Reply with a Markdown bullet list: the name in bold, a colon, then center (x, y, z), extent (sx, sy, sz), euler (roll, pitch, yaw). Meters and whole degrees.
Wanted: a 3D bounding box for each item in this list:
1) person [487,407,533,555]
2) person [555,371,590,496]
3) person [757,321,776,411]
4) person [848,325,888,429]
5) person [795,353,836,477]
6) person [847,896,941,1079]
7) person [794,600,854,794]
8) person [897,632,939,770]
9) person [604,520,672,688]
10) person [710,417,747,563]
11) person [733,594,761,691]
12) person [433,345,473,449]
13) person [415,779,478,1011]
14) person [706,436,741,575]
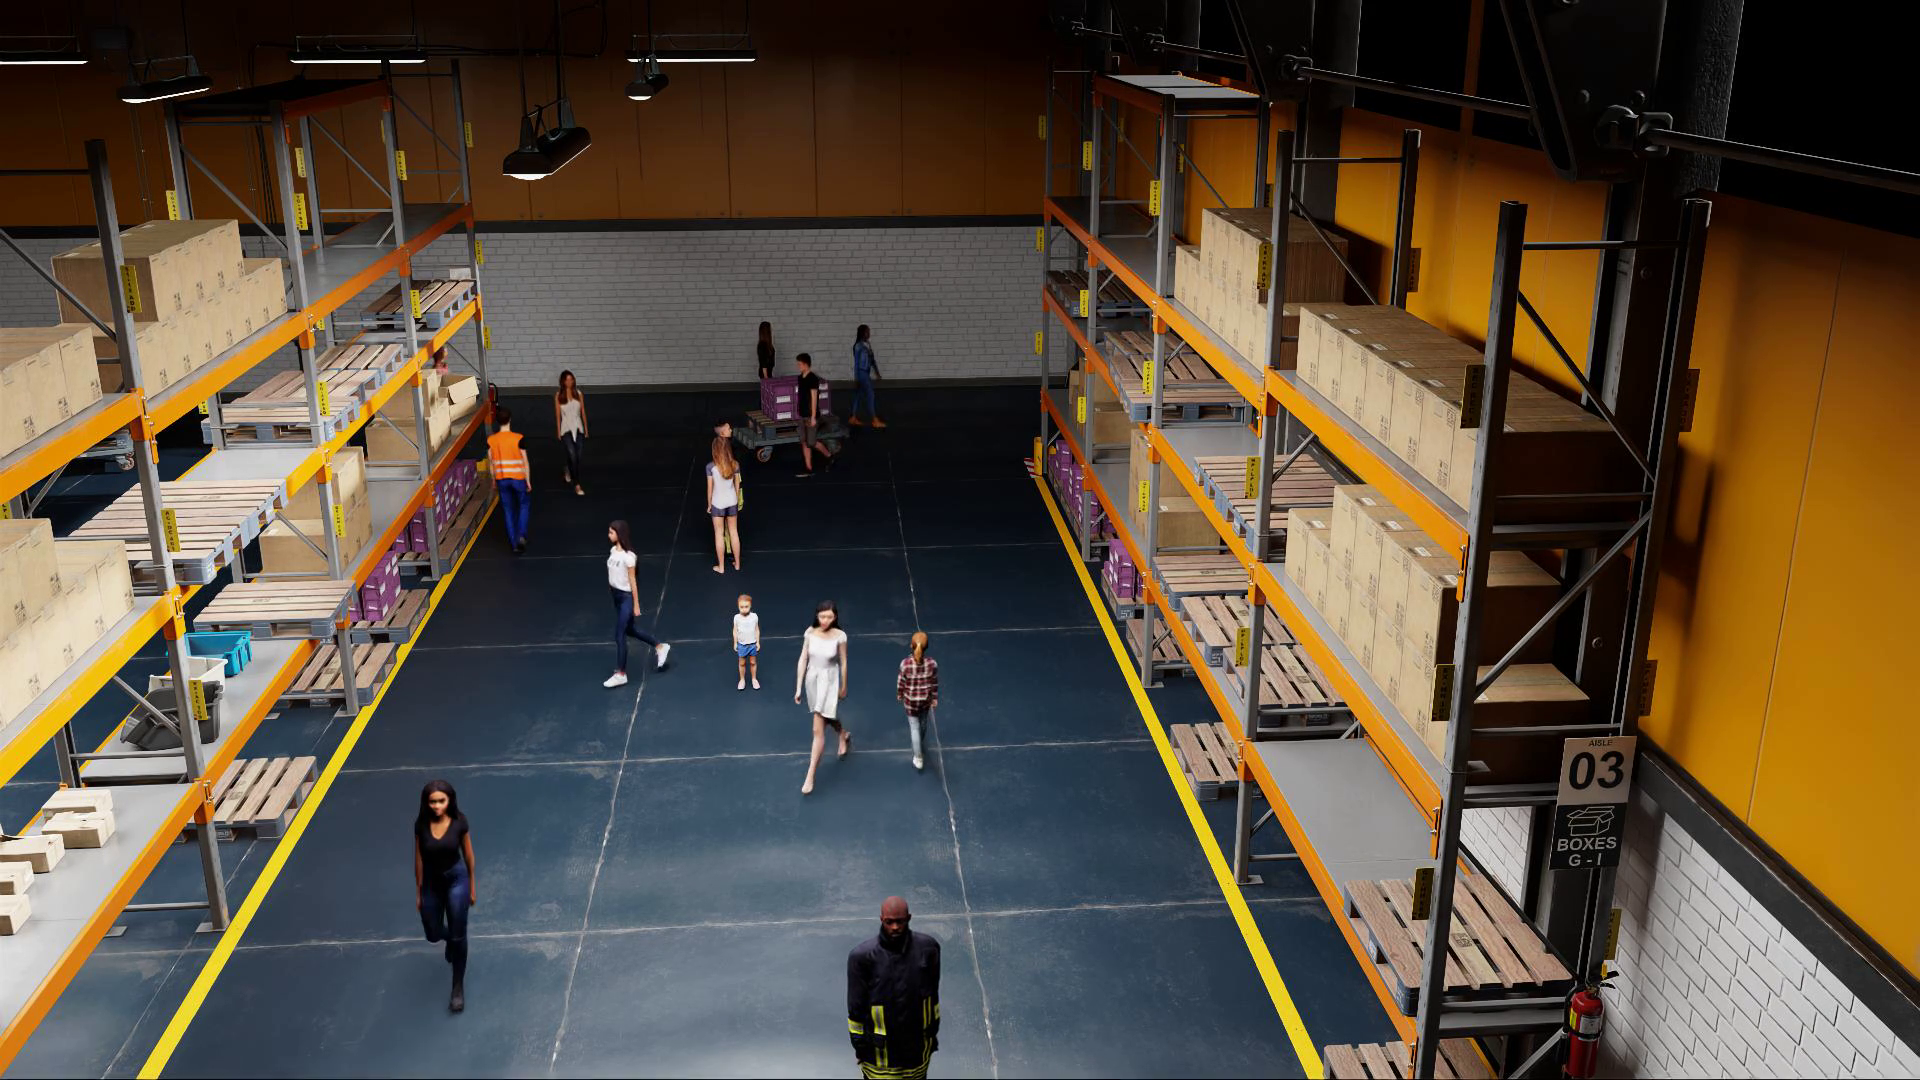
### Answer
- **person**: center (-5.726, -0.731, 21.170), extent (0.661, 1.875, 0.679), euler (-2, 19, -5)
- **person**: center (-5.578, -1.550, 23.780), extent (0.905, 1.762, 1.109), euler (-12, 22, -31)
- **person**: center (-3.230, -2.772, 27.481), extent (0.667, 1.715, 0.475), euler (0, 19, 0)
- **person**: center (-1.674, -2.680, 27.251), extent (0.916, 1.686, 0.990), euler (5, 19, 16)
- **person**: center (-2.148, -1.844, 24.524), extent (1.003, 1.844, 0.982), euler (-14, 23, -36)
- **person**: center (-0.394, 2.988, 10.209), extent (0.785, 1.822, 0.717), euler (-5, 19, -13)
- **person**: center (-1.211, 1.365, 15.209), extent (0.962, 1.707, 1.313), euler (6, 20, 18)
- **person**: center (-0.388, 1.504, 15.475), extent (0.620, 1.273, 0.927), euler (-5, 19, -13)
- **person**: center (-3.393, 0.631, 17.330), extent (1.034, 1.744, 1.089), euler (-15, 24, -37)
- **person**: center (-2.962, -0.662, 20.987), extent (0.890, 1.861, 0.728), euler (-7, 20, -19)
- **person**: center (-2.205, 1.047, 17.232), extent (0.427, 1.019, 0.431), euler (-3, 19, -8)
- **person**: center (-8.109, -2.175, 25.794), extent (0.819, 1.661, 1.109), euler (2, 19, 7)
- **person**: center (-3.675, 2.467, 11.907), extent (0.612, 1.726, 0.888), euler (-3, 19, -9)
- **person**: center (-2.908, -0.444, 20.540), extent (0.674, 1.733, 0.680), euler (-11, 21, -29)
